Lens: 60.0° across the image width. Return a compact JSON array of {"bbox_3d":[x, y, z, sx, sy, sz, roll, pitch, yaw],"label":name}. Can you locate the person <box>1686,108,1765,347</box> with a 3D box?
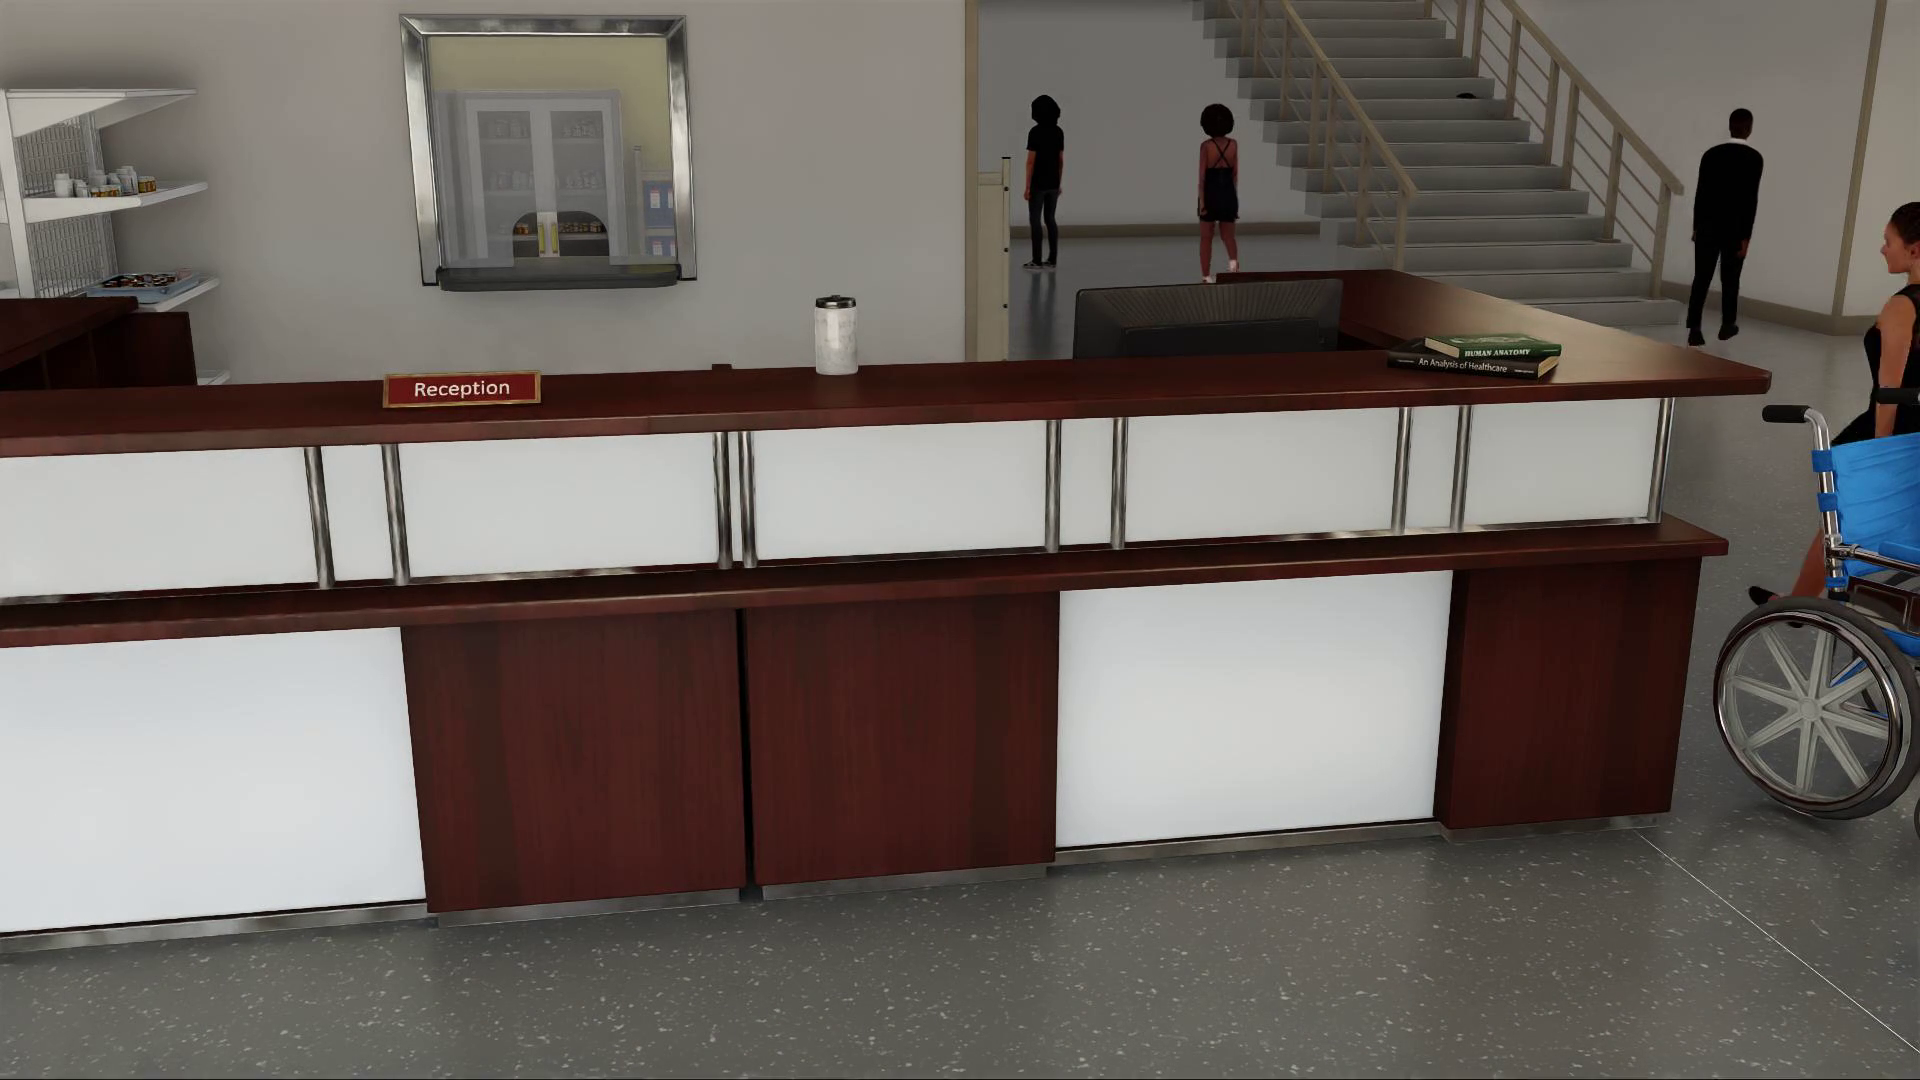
[{"bbox_3d":[5.721,-2.318,12.576,1.191,1.767,1.217,12,20,37],"label":"person"}]

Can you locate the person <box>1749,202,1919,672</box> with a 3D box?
[{"bbox_3d":[3.295,-0.285,5.638,0.779,1.620,1.208,-6,17,-20],"label":"person"}]

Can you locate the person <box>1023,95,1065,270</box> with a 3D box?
[{"bbox_3d":[0.910,-3.848,17.871,0.705,1.827,0.683,-11,19,-34],"label":"person"}]

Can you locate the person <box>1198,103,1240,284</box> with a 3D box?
[{"bbox_3d":[2.404,-3.078,15.268,0.558,1.771,0.924,-3,16,-10],"label":"person"}]
